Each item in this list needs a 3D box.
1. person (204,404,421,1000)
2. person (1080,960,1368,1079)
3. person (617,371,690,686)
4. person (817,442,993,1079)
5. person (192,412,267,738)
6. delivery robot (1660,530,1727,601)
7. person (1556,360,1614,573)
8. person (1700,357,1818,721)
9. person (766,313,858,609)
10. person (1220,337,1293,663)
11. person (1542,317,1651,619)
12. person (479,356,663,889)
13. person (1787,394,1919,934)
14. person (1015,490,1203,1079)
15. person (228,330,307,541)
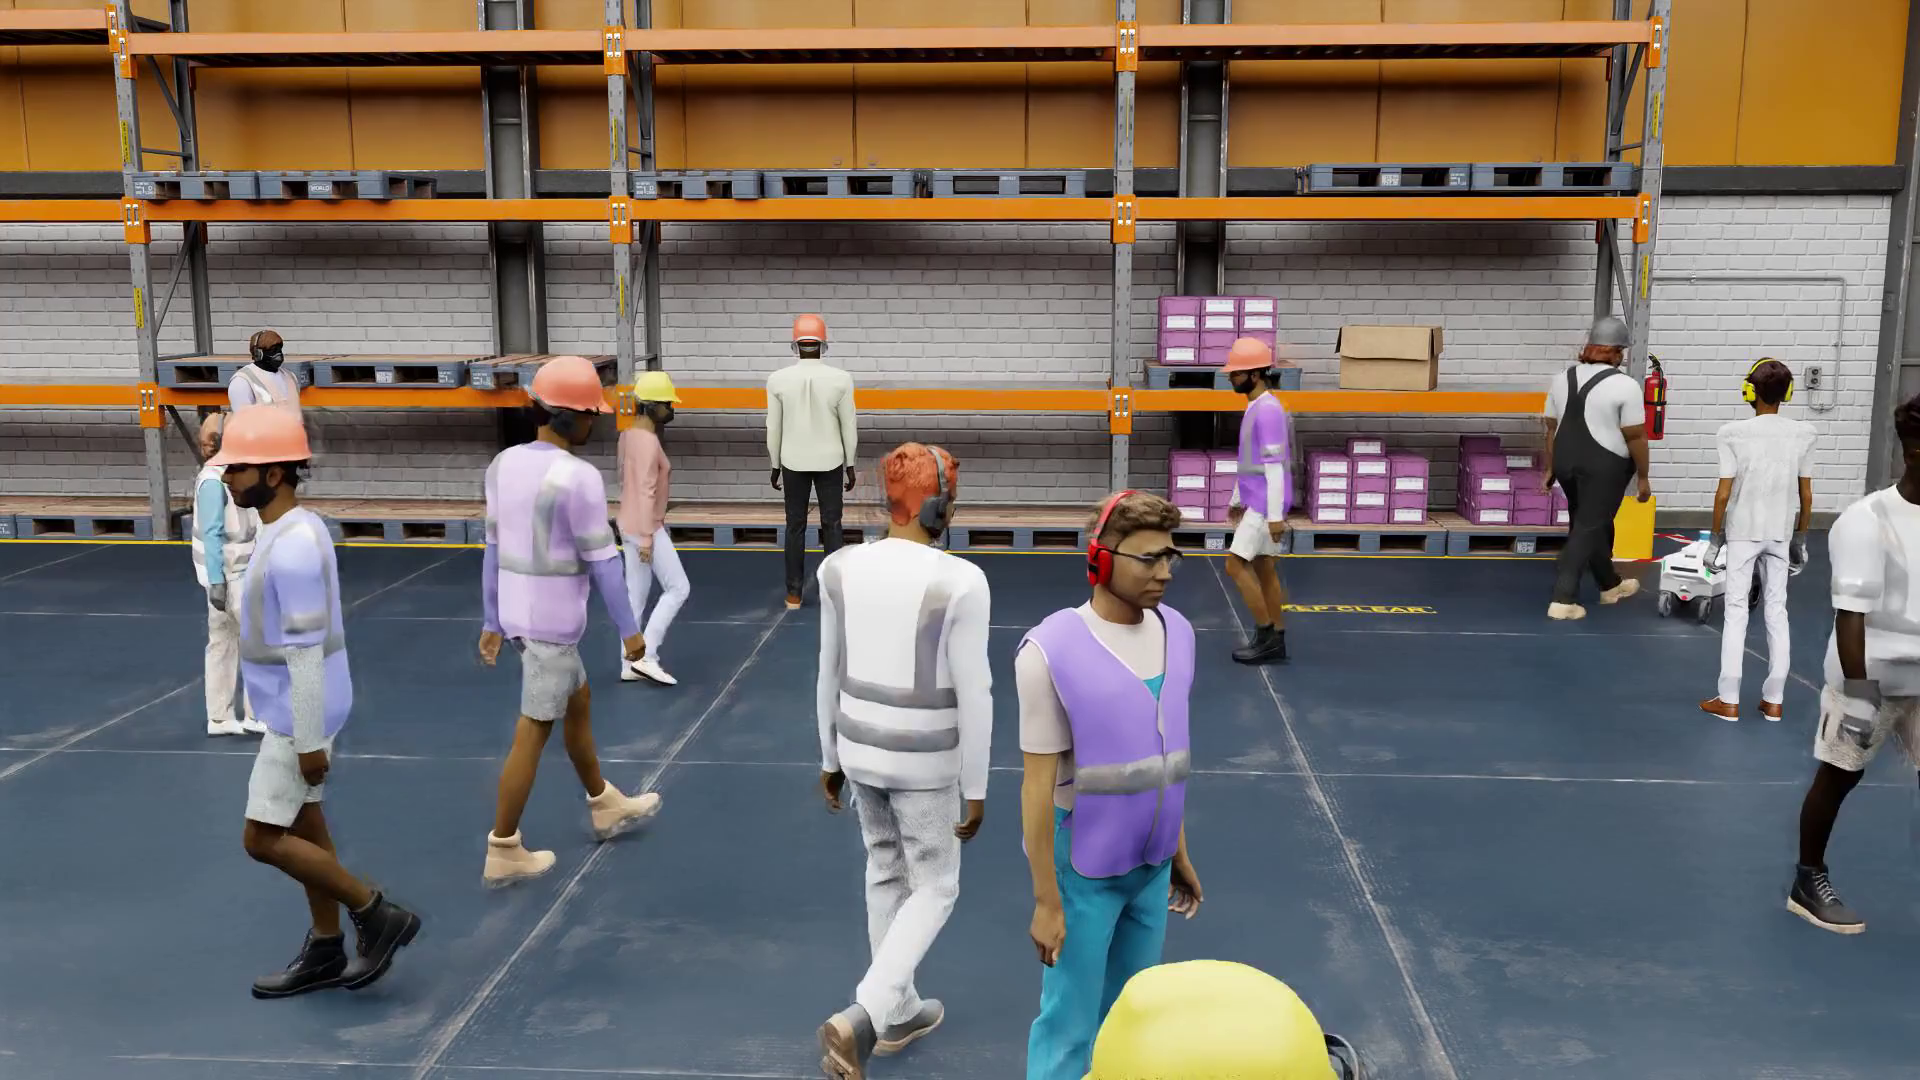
[{"bbox_3d":[-2.081,0.530,5.260,0.465,1.927,0.544,-3,10,-19],"label":"person"},{"bbox_3d":[0.284,1.231,1.709,0.493,1.743,0.613,8,12,38],"label":"person"},{"bbox_3d":[-1.719,-0.051,9.201,0.416,1.753,0.539,-4,10,-21],"label":"person"},{"bbox_3d":[-0.203,0.661,4.743,0.595,1.858,0.693,6,11,29],"label":"person"},{"bbox_3d":[-3.496,0.182,8.174,0.563,1.619,0.538,-3,10,-16],"label":"person"},{"bbox_3d":[4.954,0.181,11.050,0.707,0.478,0.477,-9,13,-44],"label":"delivery robot"},{"bbox_3d":[4.688,-0.568,12.368,0.533,1.695,0.316,-1,10,-8],"label":"person"},{"bbox_3d":[4.082,0.002,8.521,0.513,1.875,0.328,1,10,3],"label":"person"},{"bbox_3d":[-0.991,-0.521,11.214,0.608,1.997,0.373,0,10,0],"label":"person"},{"bbox_3d":[1.730,-0.216,9.676,0.478,1.914,0.581,1,10,8],"label":"person"},{"bbox_3d":[4.259,-0.512,11.037,1.036,2.000,0.702,-5,11,-25],"label":"person"},{"bbox_3d":[-1.468,0.295,6.419,0.986,1.996,0.616,-10,14,-44],"label":"person"},{"bbox_3d":[3.224,0.477,5.592,0.634,1.915,0.909,-3,10,-19],"label":"person"},{"bbox_3d":[0.353,0.789,3.995,0.389,1.844,0.563,9,14,44],"label":"person"},{"bbox_3d":[-5.035,-0.615,12.225,0.429,1.844,0.627,3,10,16],"label":"person"}]
